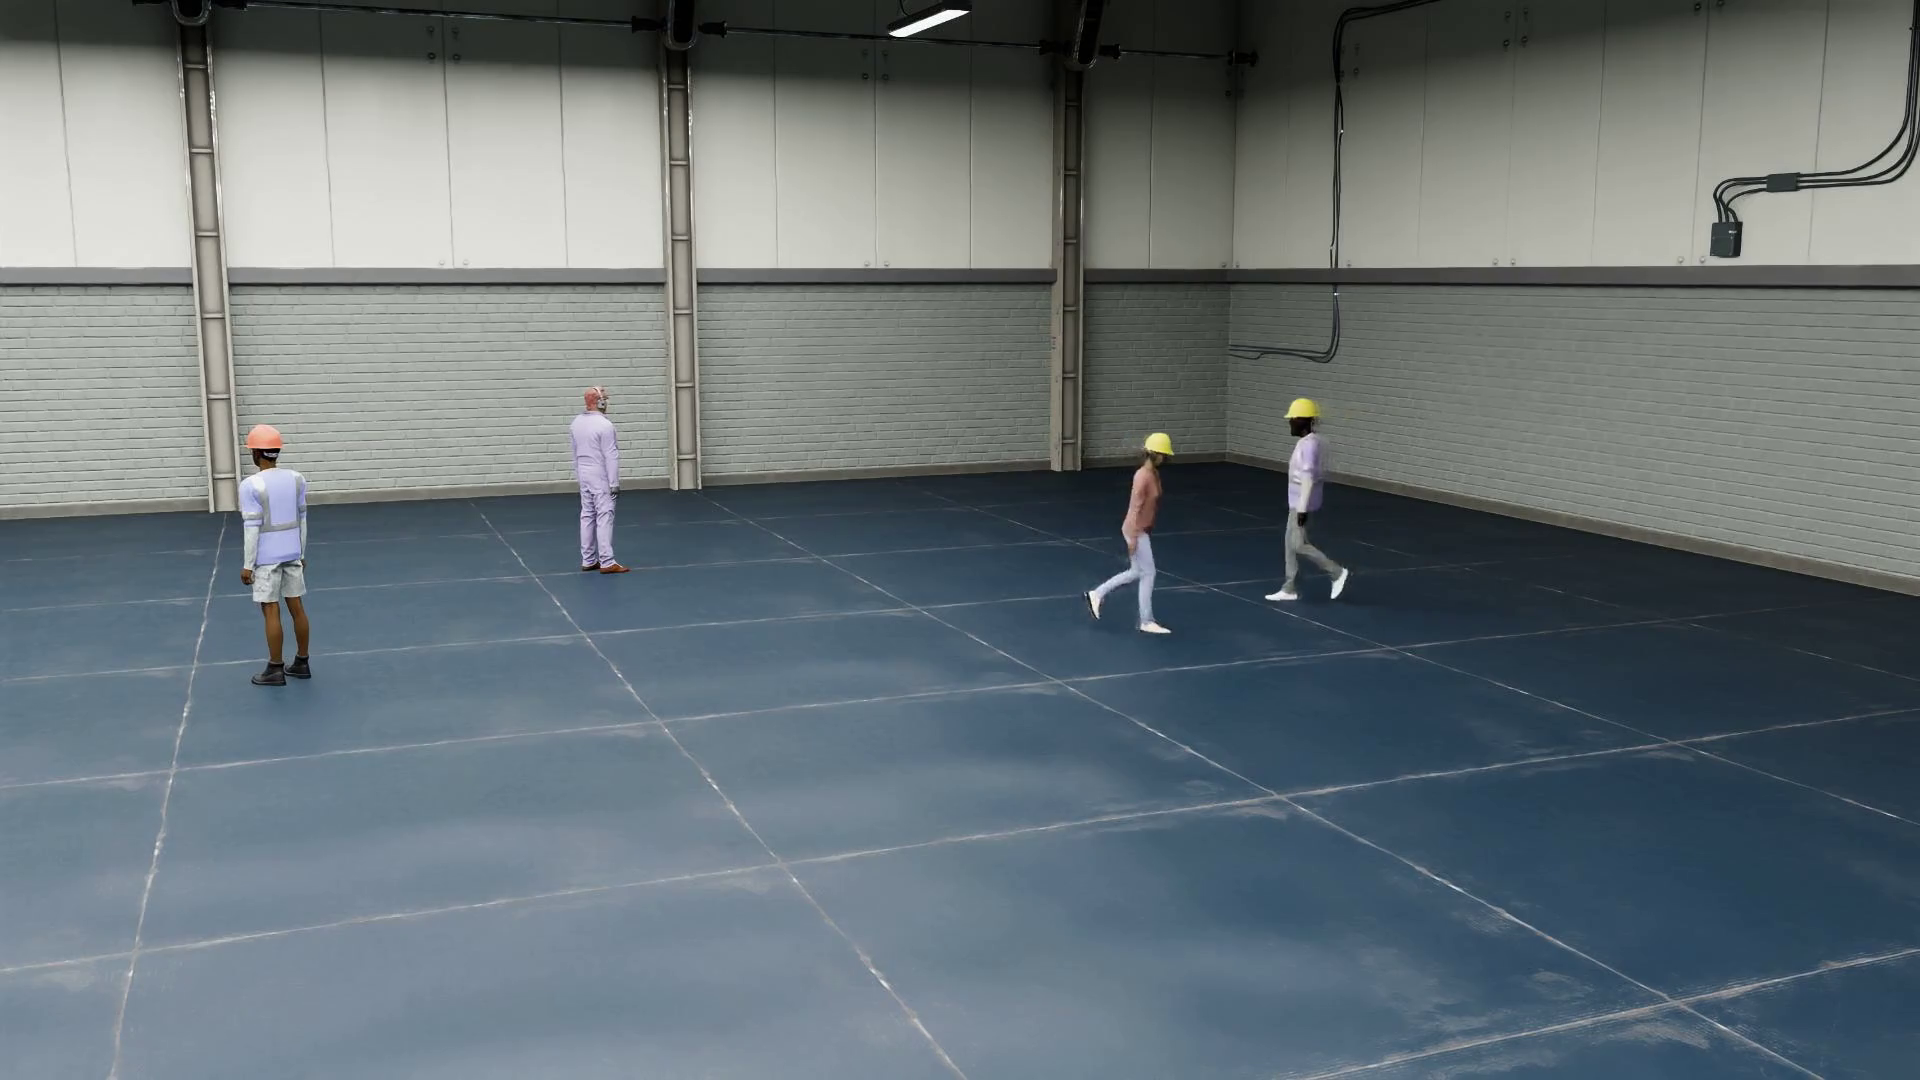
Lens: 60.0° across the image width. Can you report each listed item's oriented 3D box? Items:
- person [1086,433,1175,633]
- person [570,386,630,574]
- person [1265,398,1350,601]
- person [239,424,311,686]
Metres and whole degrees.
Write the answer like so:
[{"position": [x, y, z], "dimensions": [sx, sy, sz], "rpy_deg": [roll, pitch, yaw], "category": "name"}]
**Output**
[{"position": [1.457, -0.067, 14.157], "dimensions": [0.716, 1.727, 0.530], "rpy_deg": [3, 10, 19], "category": "person"}, {"position": [-3.671, -0.611, 16.959], "dimensions": [0.643, 1.913, 0.408], "rpy_deg": [8, 12, 41], "category": "person"}, {"position": [3.217, -0.356, 15.355], "dimensions": [0.666, 1.912, 0.596], "rpy_deg": [0, 9, 2], "category": "person"}, {"position": [-5.090, 0.113, 12.324], "dimensions": [0.361, 1.939, 0.543], "rpy_deg": [5, 10, 28], "category": "person"}]
